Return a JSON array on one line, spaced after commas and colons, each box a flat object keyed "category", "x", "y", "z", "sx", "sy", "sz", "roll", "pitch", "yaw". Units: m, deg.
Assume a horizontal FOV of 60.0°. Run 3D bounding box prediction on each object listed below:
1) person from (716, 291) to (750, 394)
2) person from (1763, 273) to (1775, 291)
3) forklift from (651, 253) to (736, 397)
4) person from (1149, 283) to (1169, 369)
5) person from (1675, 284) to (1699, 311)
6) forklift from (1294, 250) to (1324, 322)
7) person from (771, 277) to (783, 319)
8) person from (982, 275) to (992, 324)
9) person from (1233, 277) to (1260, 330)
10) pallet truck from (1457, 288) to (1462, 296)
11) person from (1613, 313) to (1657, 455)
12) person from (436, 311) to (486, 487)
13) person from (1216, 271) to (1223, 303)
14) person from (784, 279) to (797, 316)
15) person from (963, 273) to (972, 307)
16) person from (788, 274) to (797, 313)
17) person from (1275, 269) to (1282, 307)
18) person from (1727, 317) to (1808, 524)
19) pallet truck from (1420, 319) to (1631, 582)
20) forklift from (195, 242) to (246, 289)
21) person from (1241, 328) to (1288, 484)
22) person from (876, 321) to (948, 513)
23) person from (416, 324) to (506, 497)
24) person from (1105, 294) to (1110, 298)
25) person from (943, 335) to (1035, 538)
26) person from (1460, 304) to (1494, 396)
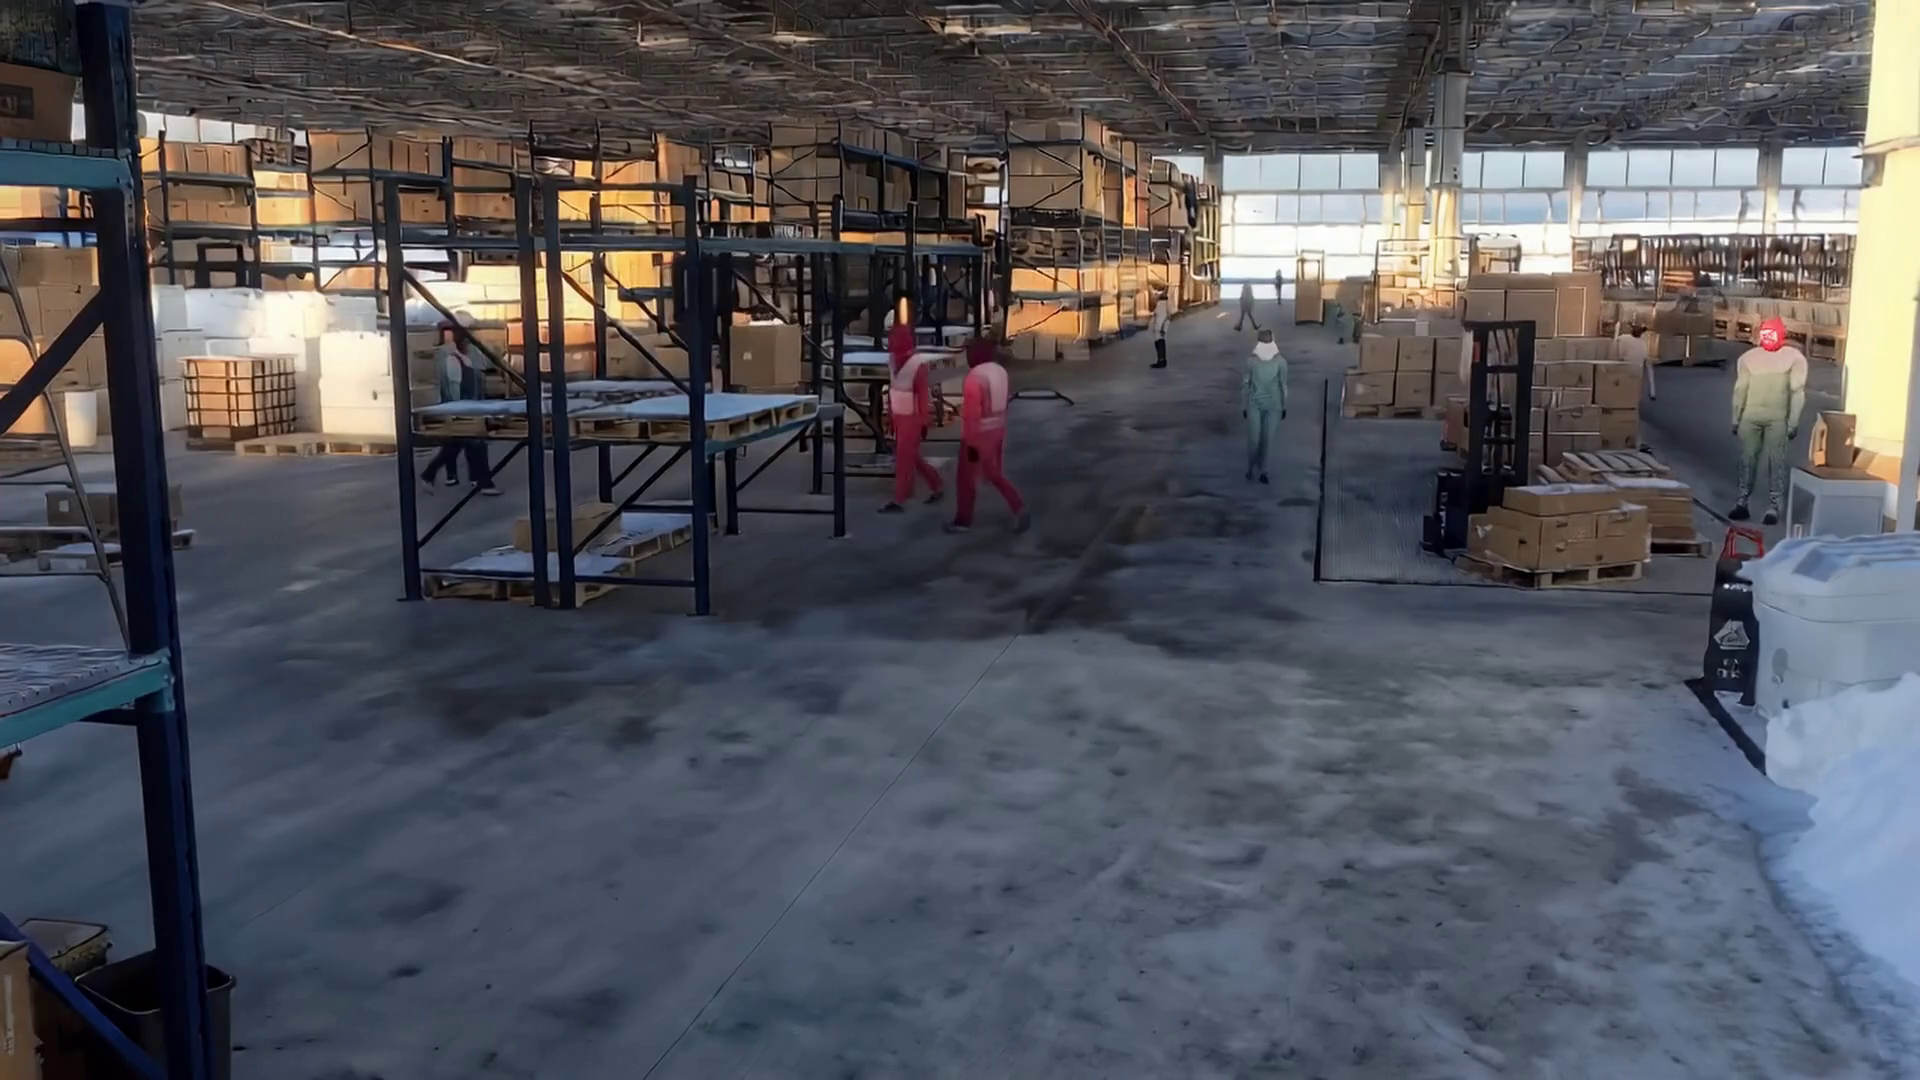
[{"category": "person", "x": -3.633, "y": -2.989, "z": 26.604, "sx": 0.361, "sy": 1.964, "sz": 0.617, "roll": 9, "pitch": 13, "yaw": 44}, {"category": "person", "x": 41.003, "y": -12.667, "z": 84.431, "sx": 0.589, "sy": 1.785, "sz": 0.967, "roll": 1, "pitch": 10, "yaw": 5}, {"category": "forklift", "x": -4.235, "y": -3.528, "z": 27.096, "sx": 1.129, "sy": 2.768, "sz": 1.873, "roll": 2, "pitch": 10, "yaw": 12}, {"category": "person", "x": 4.529, "y": -4.856, "z": 37.744, "sx": 0.368, "sy": 1.939, "sz": 0.542, "roll": -3, "pitch": 10, "yaw": -16}, {"category": "person", "x": 19.115, "y": -5.814, "z": 43.764, "sx": 0.605, "sy": 1.823, "sz": 0.503, "roll": 2, "pitch": 10, "yaw": 12}, {"category": "forklift", "x": 13.778, "y": -10.002, "z": 65.433, "sx": 1.129, "sy": 2.768, "sz": 1.873, "roll": 2, "pitch": 10, "yaw": 12}, {"category": "person", "x": -5.962, "y": -7.590, "z": 53.991, "sx": 0.391, "sy": 1.922, "sz": 0.593, "roll": -3, "pitch": 10, "yaw": -19}, {"category": "person", "x": 0.799, "y": -9.155, "z": 63.348, "sx": 1.019, "sy": 1.886, "sz": 0.642, "roll": 7, "pitch": 12, "yaw": 37}, {"category": "person", "x": 10.054, "y": -8.232, "z": 57.987, "sx": 0.975, "sy": 1.865, "sz": 0.646, "roll": 5, "pitch": 11, "yaw": 27}, {"category": "pallet truck", "x": 20.506, "y": -9.785, "z": 68.819, "sx": 0.653, "sy": 1.274, "sz": 1.630, "roll": 2, "pitch": 10, "yaw": 12}, {"category": "person", "x": 8.551, "y": -1.990, "z": 21.186, "sx": 0.604, "sy": 1.806, "sz": 1.013, "roll": -4, "pitch": 10, "yaw": -21}, {"category": "person", "x": -5.416, "y": -1.532, "z": 18.144, "sx": 0.585, "sy": 1.918, "sz": 0.409, "roll": 3, "pitch": 10, "yaw": 16}, {"category": "person", "x": 14.494, "y": -14.123, "z": 92.981, "sx": 0.566, "sy": 1.826, "sz": 0.629, "roll": -3, "pitch": 10, "yaw": -17}, {"category": "person", "x": -6.699, "y": -9.453, "z": 65.741, "sx": 0.568, "sy": 1.686, "sz": 0.543, "roll": 6, "pitch": 11, "yaw": 32}, {"category": "person", "x": 0.391, "y": -12.214, "z": 81.662, "sx": 0.588, "sy": 1.823, "sz": 0.403, "roll": 3, "pitch": 10, "yaw": 20}, {"category": "person", "x": -6.529, "y": -9.454, "z": 65.106, "sx": 0.465, "sy": 1.891, "sz": 0.598, "roll": 2, "pitch": 10, "yaw": 12}, {"category": "person", "x": 16.677, "y": -13.216, "z": 87.133, "sx": 0.415, "sy": 1.985, "sz": 0.611, "roll": 1, "pitch": 10, "yaw": 7}, {"category": "person", "x": 7.565, "y": -1.117, "z": 15.615, "sx": 0.373, "sy": 1.937, "sz": 0.629, "roll": -9, "pitch": 13, "yaw": -44}, {"category": "pallet truck", "x": 4.543, "y": -0.757, "z": 13.299, "sx": 0.823, "sy": 1.965, "sz": 1.885, "roll": -4, "pitch": 10, "yaw": -22}, {"category": "forklift", "x": -15.769, "y": -4.973, "z": 35.657, "sx": 1.129, "sy": 2.768, "sz": 1.873, "roll": -6, "pitch": 11, "yaw": -31}, {"category": "person", "x": 3.354, "y": -1.463, "z": 18.310, "sx": 0.486, "sy": 1.723, "sz": 0.471, "roll": 0, "pitch": 10, "yaw": 0}, {"category": "person", "x": -0.476, "y": -1.224, "z": 16.475, "sx": 0.866, "sy": 1.890, "sz": 0.610, "roll": -6, "pitch": 11, "yaw": -32}, {"category": "person", "x": -5.235, "y": -1.337, "z": 17.299, "sx": 0.869, "sy": 1.817, "sz": 0.523, "roll": 2, "pitch": 10, "yaw": 13}, {"category": "person", "x": 6.097, "y": -10.166, "z": 70.114, "sx": 0.516, "sy": 1.618, "sz": 0.336, "roll": 7, "pitch": 12, "yaw": 35}, {"category": "person", "x": 0.254, "y": -0.910, "z": 14.749, "sx": 0.836, "sy": 1.815, "sz": 0.639, "roll": 7, "pitch": 12, "yaw": 36}, {"category": "person", "x": 6.747, "y": -2.077, "z": 21.427, "sx": 1.023, "sy": 1.882, "sz": 0.647, "roll": 2, "pitch": 10, "yaw": 9}]
